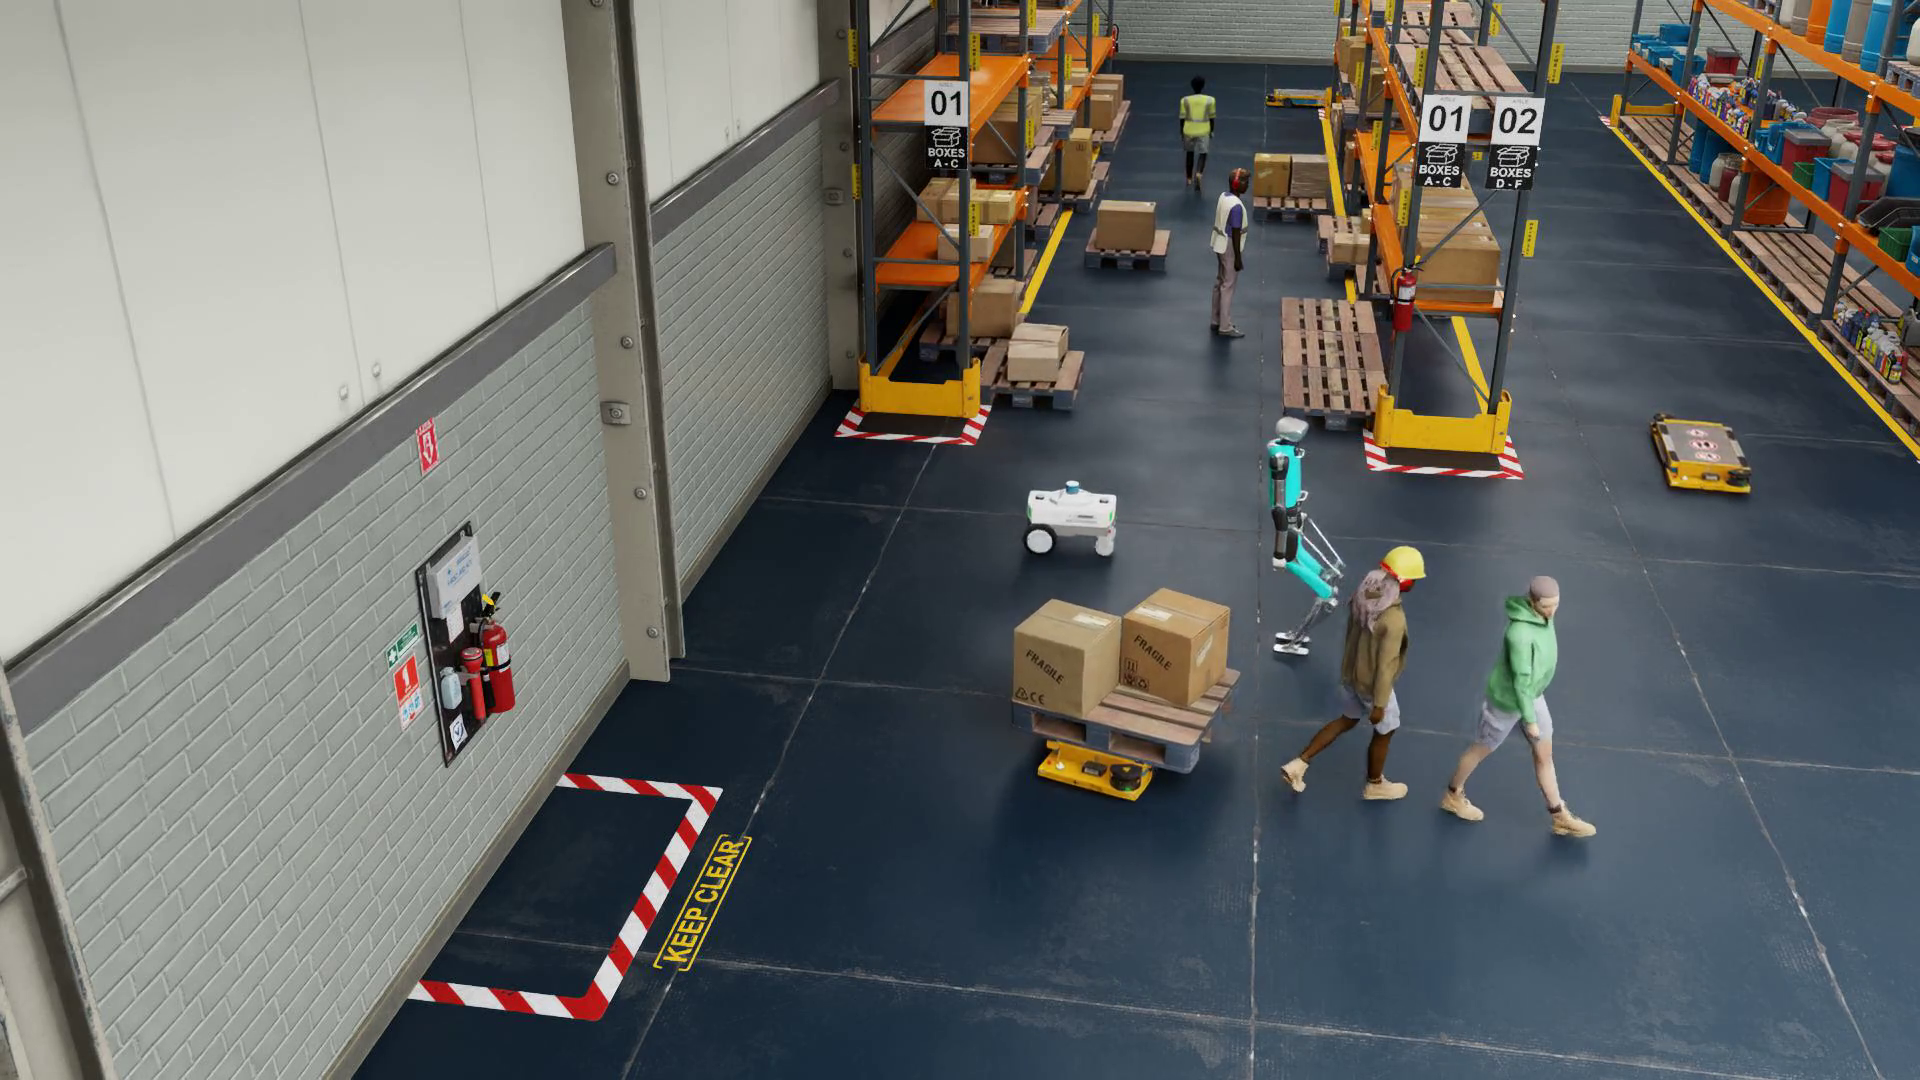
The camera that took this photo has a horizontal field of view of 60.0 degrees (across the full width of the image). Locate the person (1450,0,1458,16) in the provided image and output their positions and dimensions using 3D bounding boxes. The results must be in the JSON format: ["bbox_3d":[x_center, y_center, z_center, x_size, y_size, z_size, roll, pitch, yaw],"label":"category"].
[{"bbox_3d":[9.321,-9.399,31.708,0.327,1.765,0.525,-10,27,-21],"label":"person"}]

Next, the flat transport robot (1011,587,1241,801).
[{"bbox_3d":[1.089,1.198,10.793,0.659,0.231,1.431,12,28,24],"label":"flat transport robot"}]

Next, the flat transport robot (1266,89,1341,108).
[{"bbox_3d":[6.419,-8.198,30.903,1.431,0.231,0.659,4,25,9],"label":"flat transport robot"}]

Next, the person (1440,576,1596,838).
[{"bbox_3d":[3.285,0.971,9.608,0.911,1.687,0.476,23,33,39],"label":"person"}]

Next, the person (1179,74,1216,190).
[{"bbox_3d":[3.485,-6.005,24.540,0.536,1.674,0.684,6,26,13],"label":"person"}]

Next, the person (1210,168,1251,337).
[{"bbox_3d":[2.948,-3.154,18.254,0.390,1.838,0.563,-3,25,-7],"label":"person"}]

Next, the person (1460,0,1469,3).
[{"bbox_3d":[9.305,-9.128,31.046,0.412,1.837,0.515,0,25,1],"label":"person"}]

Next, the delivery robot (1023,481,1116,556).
[{"bbox_3d":[0.882,-0.187,13.415,0.781,0.591,0.499,3,25,7],"label":"delivery robot"}]

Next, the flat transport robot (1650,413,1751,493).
[{"bbox_3d":[6.687,-0.791,15.052,0.659,0.231,1.431,6,26,13],"label":"flat transport robot"}]

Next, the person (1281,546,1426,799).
[{"bbox_3d":[2.351,0.826,9.874,0.750,1.730,0.598,-5,26,-11],"label":"person"}]

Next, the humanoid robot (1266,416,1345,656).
[{"bbox_3d":[2.437,0.005,11.549,0.719,1.743,0.530,8,26,17],"label":"humanoid robot"}]
